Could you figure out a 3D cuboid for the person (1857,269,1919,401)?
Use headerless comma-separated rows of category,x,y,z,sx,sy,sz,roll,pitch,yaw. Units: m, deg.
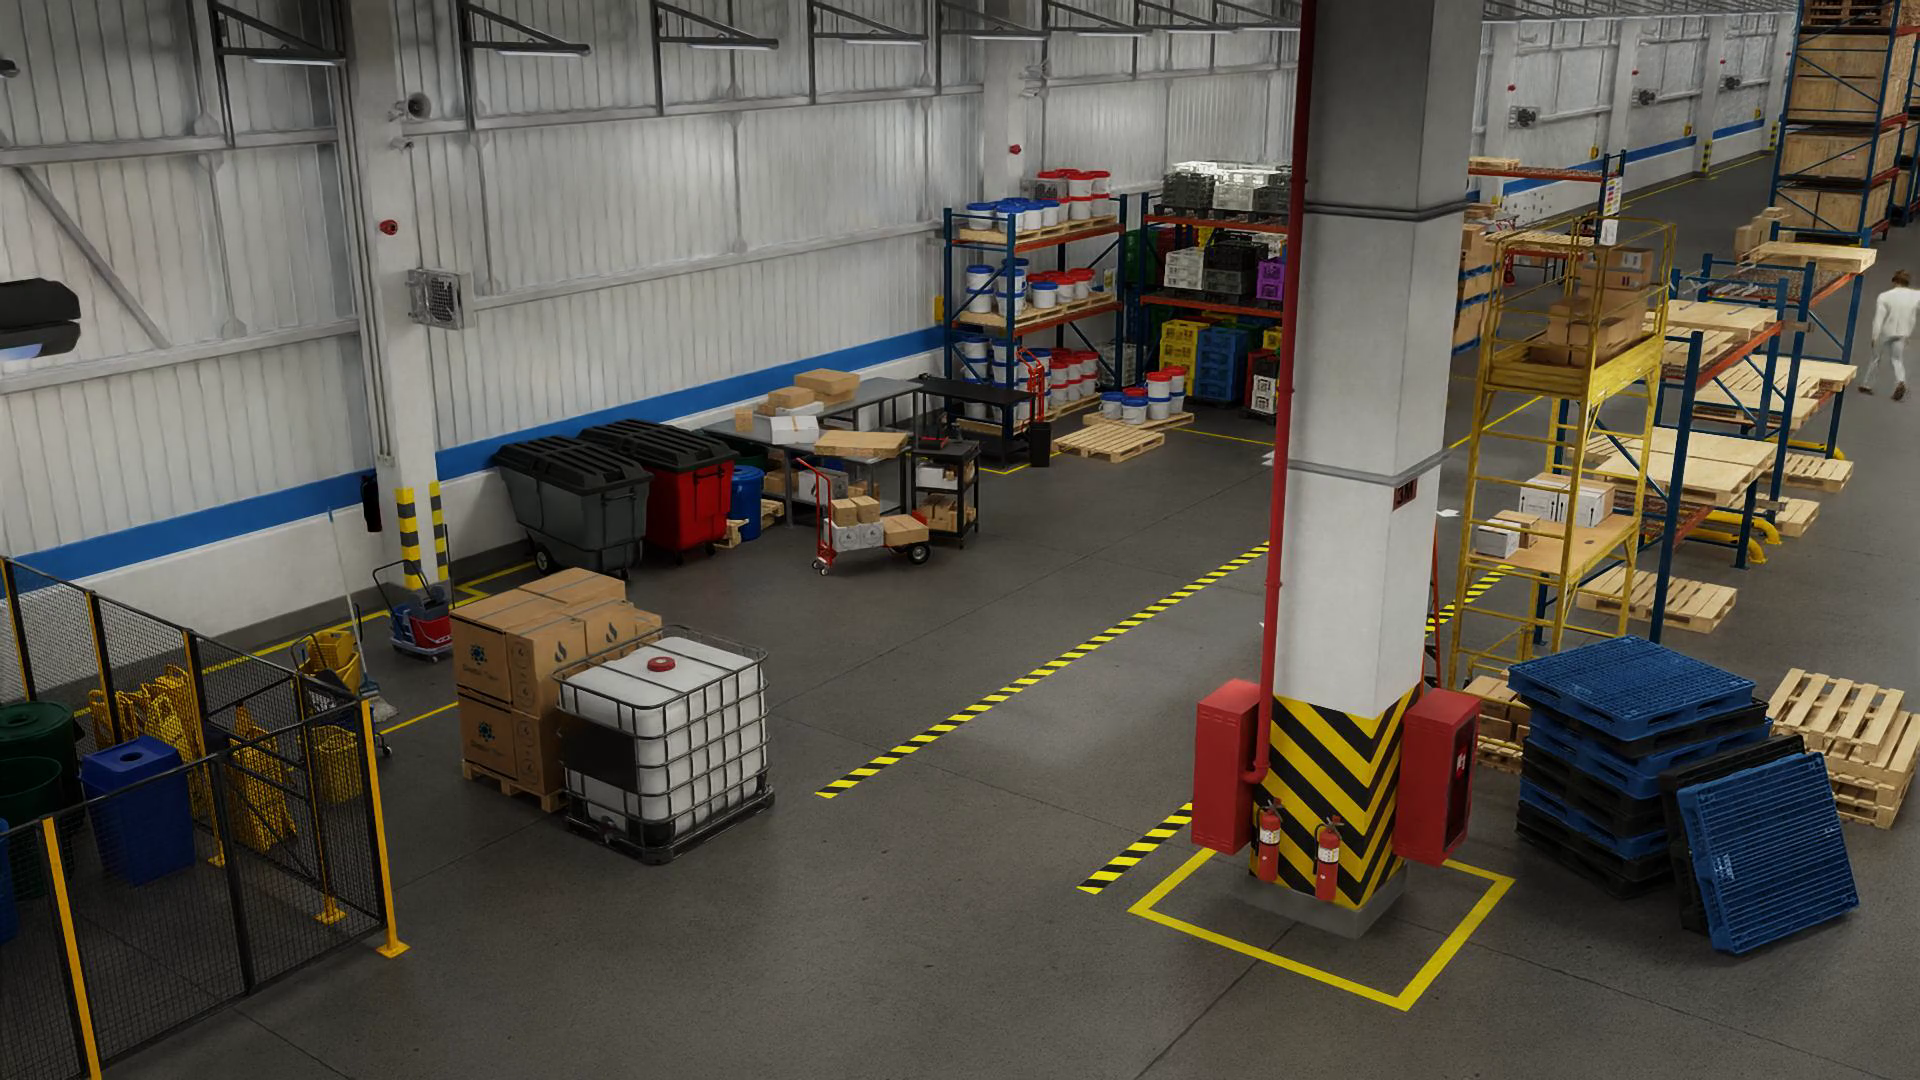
person,13.676,-3.004,24.362,0.636,1.909,0.886,0,18,1
